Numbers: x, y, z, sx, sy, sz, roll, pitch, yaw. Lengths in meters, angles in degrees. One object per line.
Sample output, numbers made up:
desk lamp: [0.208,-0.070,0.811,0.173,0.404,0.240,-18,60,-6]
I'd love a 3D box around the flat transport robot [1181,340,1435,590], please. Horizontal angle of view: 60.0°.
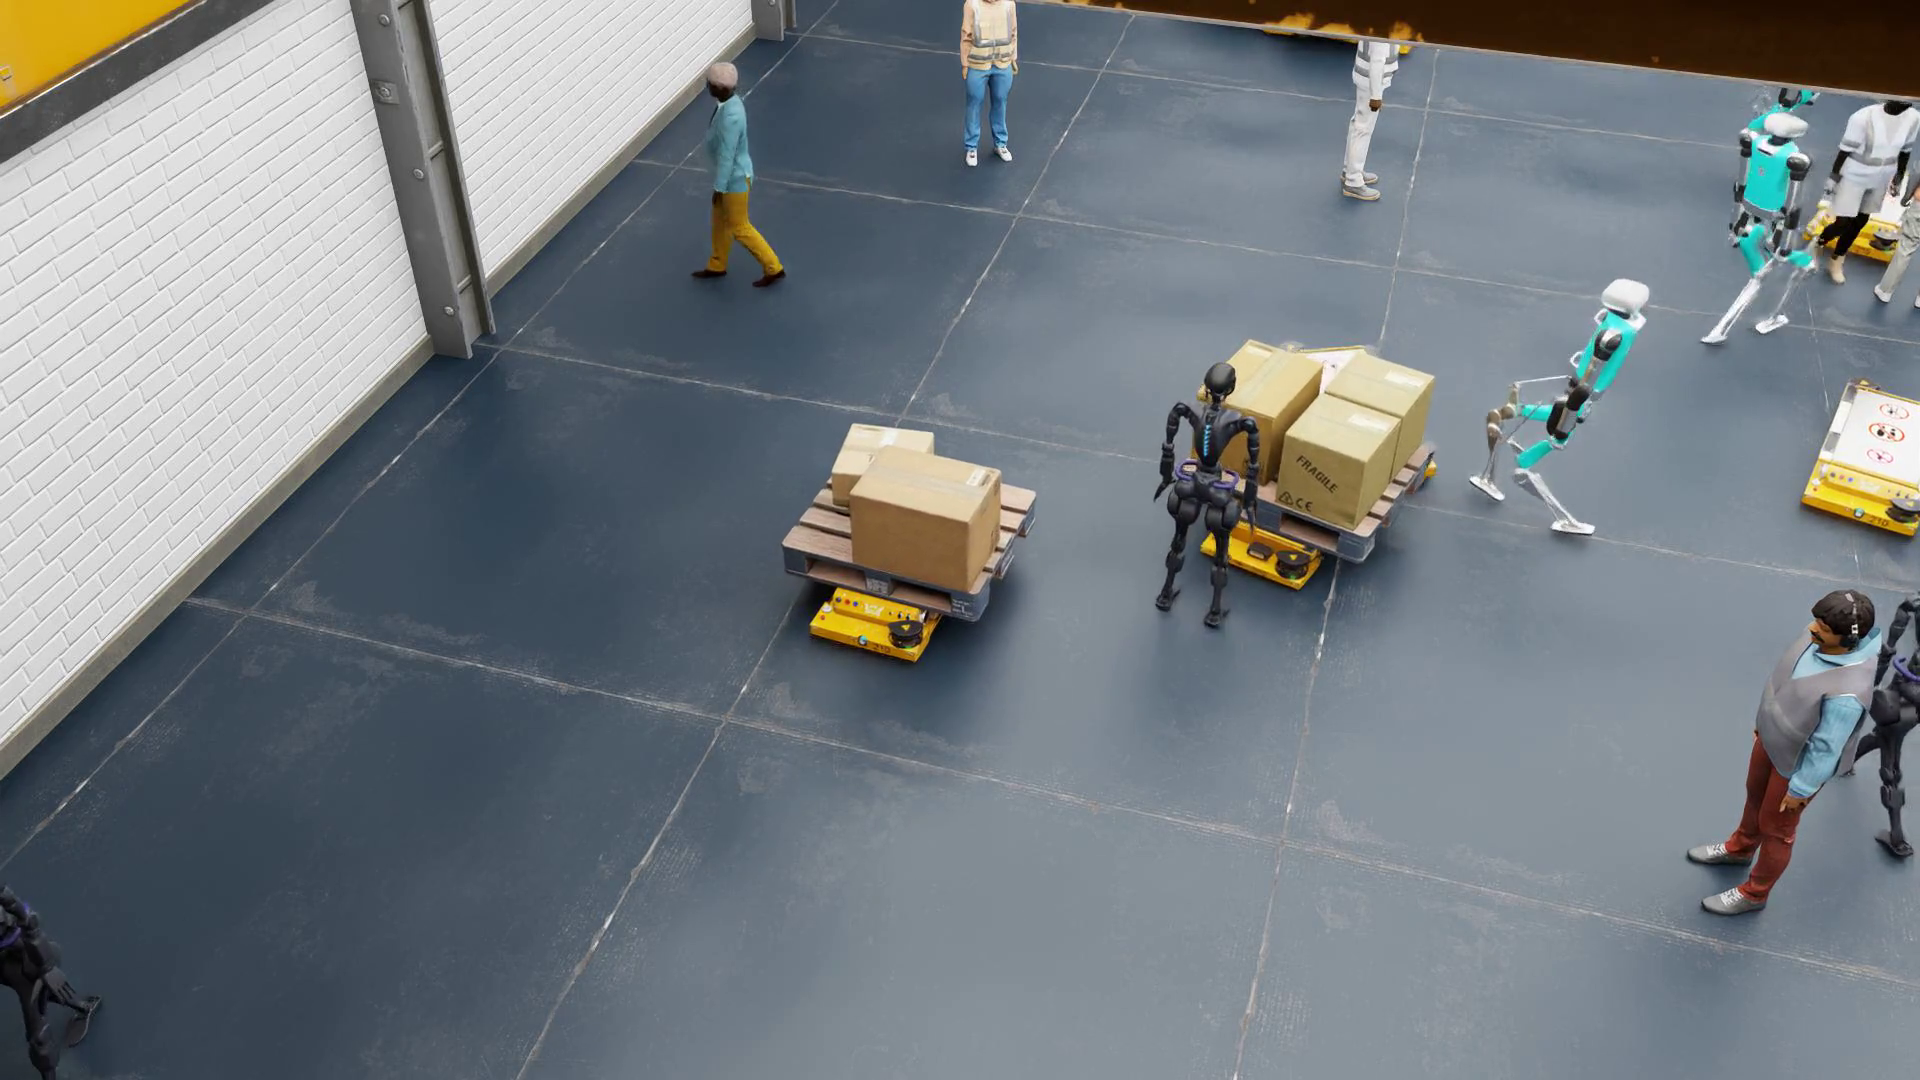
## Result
flat transport robot: [2.111,-0.241,10.304,0.659,0.231,1.431,23,44,26]

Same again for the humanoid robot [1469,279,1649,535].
humanoid robot: [3.445,-0.839,9.896,0.941,1.753,0.537,23,44,26]

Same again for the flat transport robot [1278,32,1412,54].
flat transport robot: [3.767,-5.084,16.329,1.431,0.231,0.659,16,41,19]

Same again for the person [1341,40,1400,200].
person: [3.306,-3.657,13.267,0.356,1.882,0.574,6,39,7]

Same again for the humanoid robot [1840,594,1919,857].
humanoid robot: [4.627,0.725,8.032,0.592,1.618,0.811,-6,39,-7]

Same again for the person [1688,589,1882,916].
person: [3.785,0.961,7.531,0.415,1.873,0.534,3,39,4]

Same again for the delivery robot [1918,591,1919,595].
delivery robot: [5.885,0.348,9.328,0.499,0.576,0.768,-14,41,-17]

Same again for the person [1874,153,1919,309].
person: [7.022,-2.419,11.920,0.510,1.637,0.306,15,41,18]

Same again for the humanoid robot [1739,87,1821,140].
humanoid robot: [6.630,-3.647,13.408,0.540,1.820,0.745,-27,46,-30]

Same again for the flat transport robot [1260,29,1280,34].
flat transport robot: [3.057,-5.493,16.837,0.659,0.231,1.431,-14,41,-17]

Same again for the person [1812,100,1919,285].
person: [6.609,-2.629,12.142,0.572,1.673,0.374,-2,39,-2]

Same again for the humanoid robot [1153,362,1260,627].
humanoid robot: [1.359,-0.269,9.219,0.600,1.645,0.324,16,41,19]

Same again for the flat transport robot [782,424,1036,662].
flat transport robot: [-0.290,0.135,9.837,0.659,0.231,1.431,14,41,17]

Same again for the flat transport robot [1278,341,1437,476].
flat transport robot: [2.614,-0.882,11.102,0.659,0.231,1.431,-5,39,-7]

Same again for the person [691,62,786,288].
person: [-1.664,-2.635,12.112,0.701,1.733,0.533,-6,39,-7]

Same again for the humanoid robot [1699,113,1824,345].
humanoid robot: [5.736,-2.165,11.546,0.975,1.756,0.550,-16,42,-19]

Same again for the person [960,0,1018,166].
person: [0.233,-3.968,13.775,0.490,1.729,0.365,-11,40,-13]

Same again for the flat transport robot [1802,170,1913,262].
flat transport robot: [7.296,-2.672,13.327,0.659,0.231,1.431,24,45,27]

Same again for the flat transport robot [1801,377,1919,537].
flat transport robot: [5.922,-0.561,10.702,0.659,0.231,1.431,22,44,25]

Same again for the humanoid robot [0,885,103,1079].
humanoid robot: [-3.943,1.692,6.800,0.600,1.623,0.717,4,39,6]
